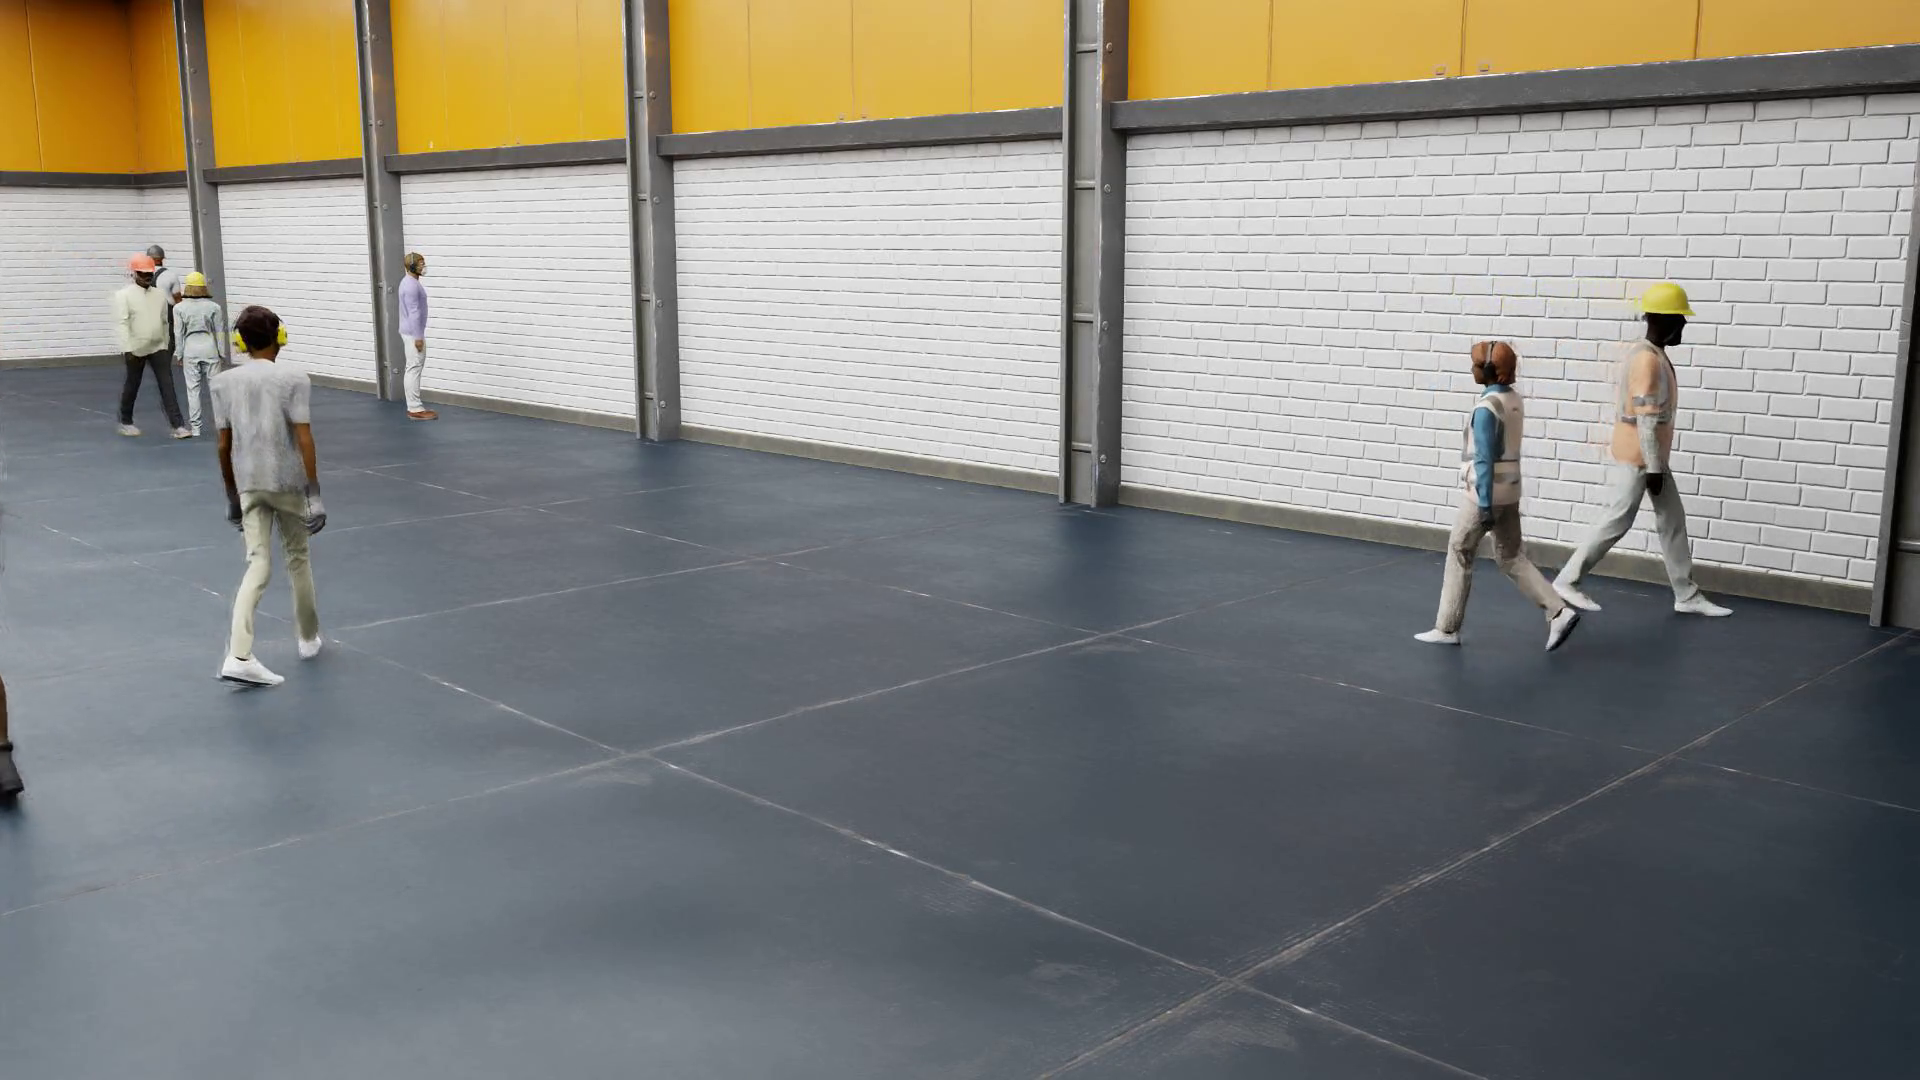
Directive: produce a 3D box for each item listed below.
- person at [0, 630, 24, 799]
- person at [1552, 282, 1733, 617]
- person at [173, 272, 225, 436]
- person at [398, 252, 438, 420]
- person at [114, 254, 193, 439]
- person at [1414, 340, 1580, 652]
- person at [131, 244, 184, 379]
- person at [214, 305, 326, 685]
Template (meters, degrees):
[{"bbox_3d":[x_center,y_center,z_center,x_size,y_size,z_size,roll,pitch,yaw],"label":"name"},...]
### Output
[{"bbox_3d":[-3.901,0.047,6.289,0.542,1.899,0.977,-10,14,-43],"label":"person"},{"bbox_3d":[3.846,-0.504,9.340,0.960,1.882,0.602,6,12,29],"label":"person"},{"bbox_3d":[-8.128,-1.990,17.810,0.492,1.742,0.323,-5,11,-23],"label":"person"},{"bbox_3d":[-6.318,-2.363,19.310,0.378,1.940,0.628,-4,11,-19],"label":"person"},{"bbox_3d":[-8.606,-2.036,17.536,1.046,1.942,0.641,6,12,31],"label":"person"},{"bbox_3d":[2.773,-0.217,8.502,0.751,1.613,0.510,9,14,40],"label":"person"},{"bbox_3d":[-11.667,-3.316,24.226,0.691,2.000,0.832,0,10,-1],"label":"person"},{"bbox_3d":[-3.342,-0.230,8.080,0.563,1.806,0.939,0,10,-2],"label":"person"}]
